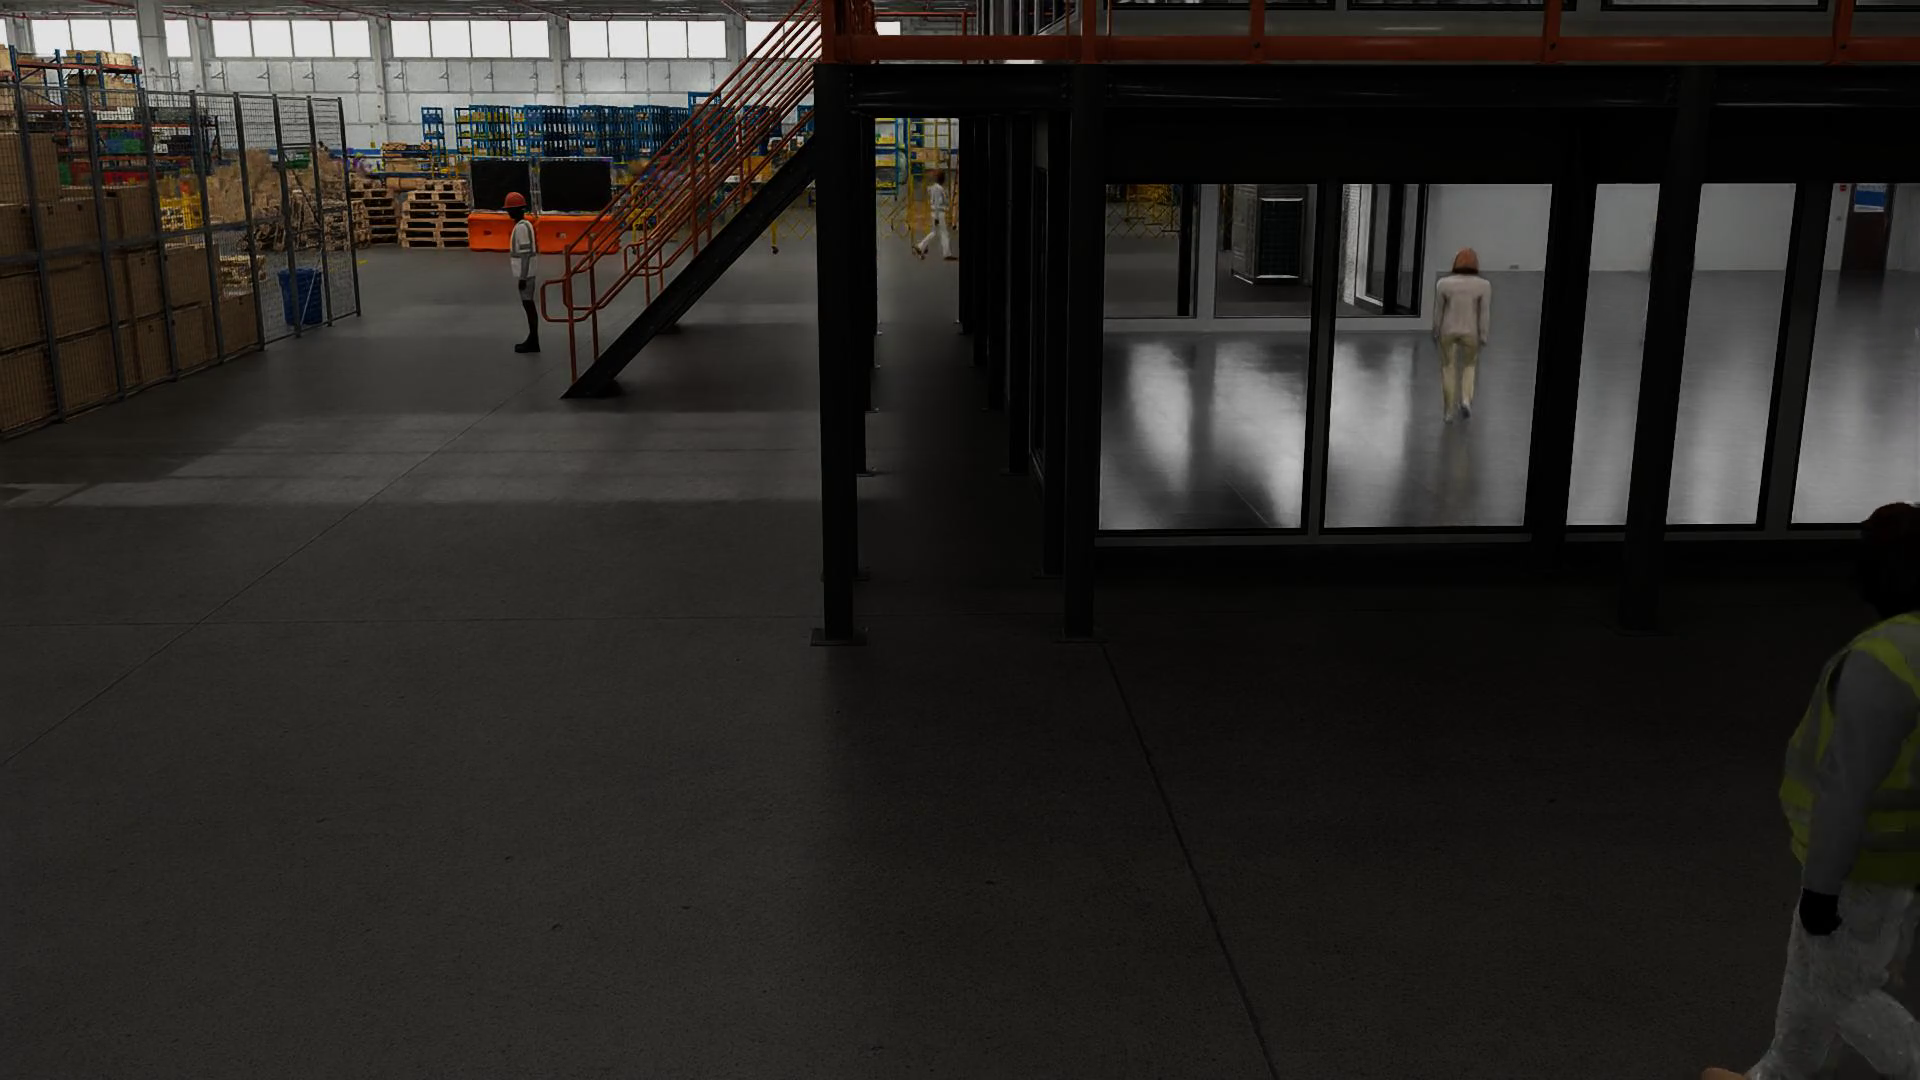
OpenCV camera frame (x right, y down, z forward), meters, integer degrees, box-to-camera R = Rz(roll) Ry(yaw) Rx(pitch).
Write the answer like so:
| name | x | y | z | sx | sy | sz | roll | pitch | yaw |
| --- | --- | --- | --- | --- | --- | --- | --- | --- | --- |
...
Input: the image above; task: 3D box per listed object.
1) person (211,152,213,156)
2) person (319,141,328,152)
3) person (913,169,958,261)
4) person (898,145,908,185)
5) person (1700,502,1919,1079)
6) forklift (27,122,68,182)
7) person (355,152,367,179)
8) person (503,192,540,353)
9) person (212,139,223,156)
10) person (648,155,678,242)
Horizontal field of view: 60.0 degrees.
| name | x | y | z | sx | sy | sz | roll | pitch | yaw |
| --- | --- | --- | --- | --- | --- | --- | --- | --- | --- |
| person | -38.888 | -19.935 | 87.027 | 1.023 | 1.900 | 0.609 | 13 | 19 | 43 |
| person | -35.858 | -21.549 | 93.617 | 0.648 | 1.829 | 0.432 | 4 | 15 | 16 |
| person | -0.509 | -6.595 | 33.782 | 0.860 | 1.858 | 0.583 | -1 | 14 | -2 |
| person | -2.512 | -17.015 | 75.506 | 0.572 | 1.801 | 0.622 | 2 | 14 | 7 |
| person | 2.409 | 0.805 | 4.279 | 0.633 | 1.816 | 0.796 | -12 | 19 | -41 |
| forklift | -35.376 | -14.773 | 64.377 | 1.129 | 2.768 | 1.873 | -1 | 14 | -2 |
| person | -21.338 | -12.881 | 59.127 | 0.655 | 1.747 | 0.538 | -9 | 17 | -33 |
| person | -5.323 | -3.245 | 20.228 | 0.376 | 1.933 | 0.544 | -2 | 14 | -10 |
| person | -38.306 | -19.692 | 85.832 | 0.395 | 1.993 | 0.614 | 8 | 16 | 29 |
| person | -7.026 | -8.026 | 39.170 | 0.903 | 2.006 | 0.624 | 8 | 16 | 31 |
